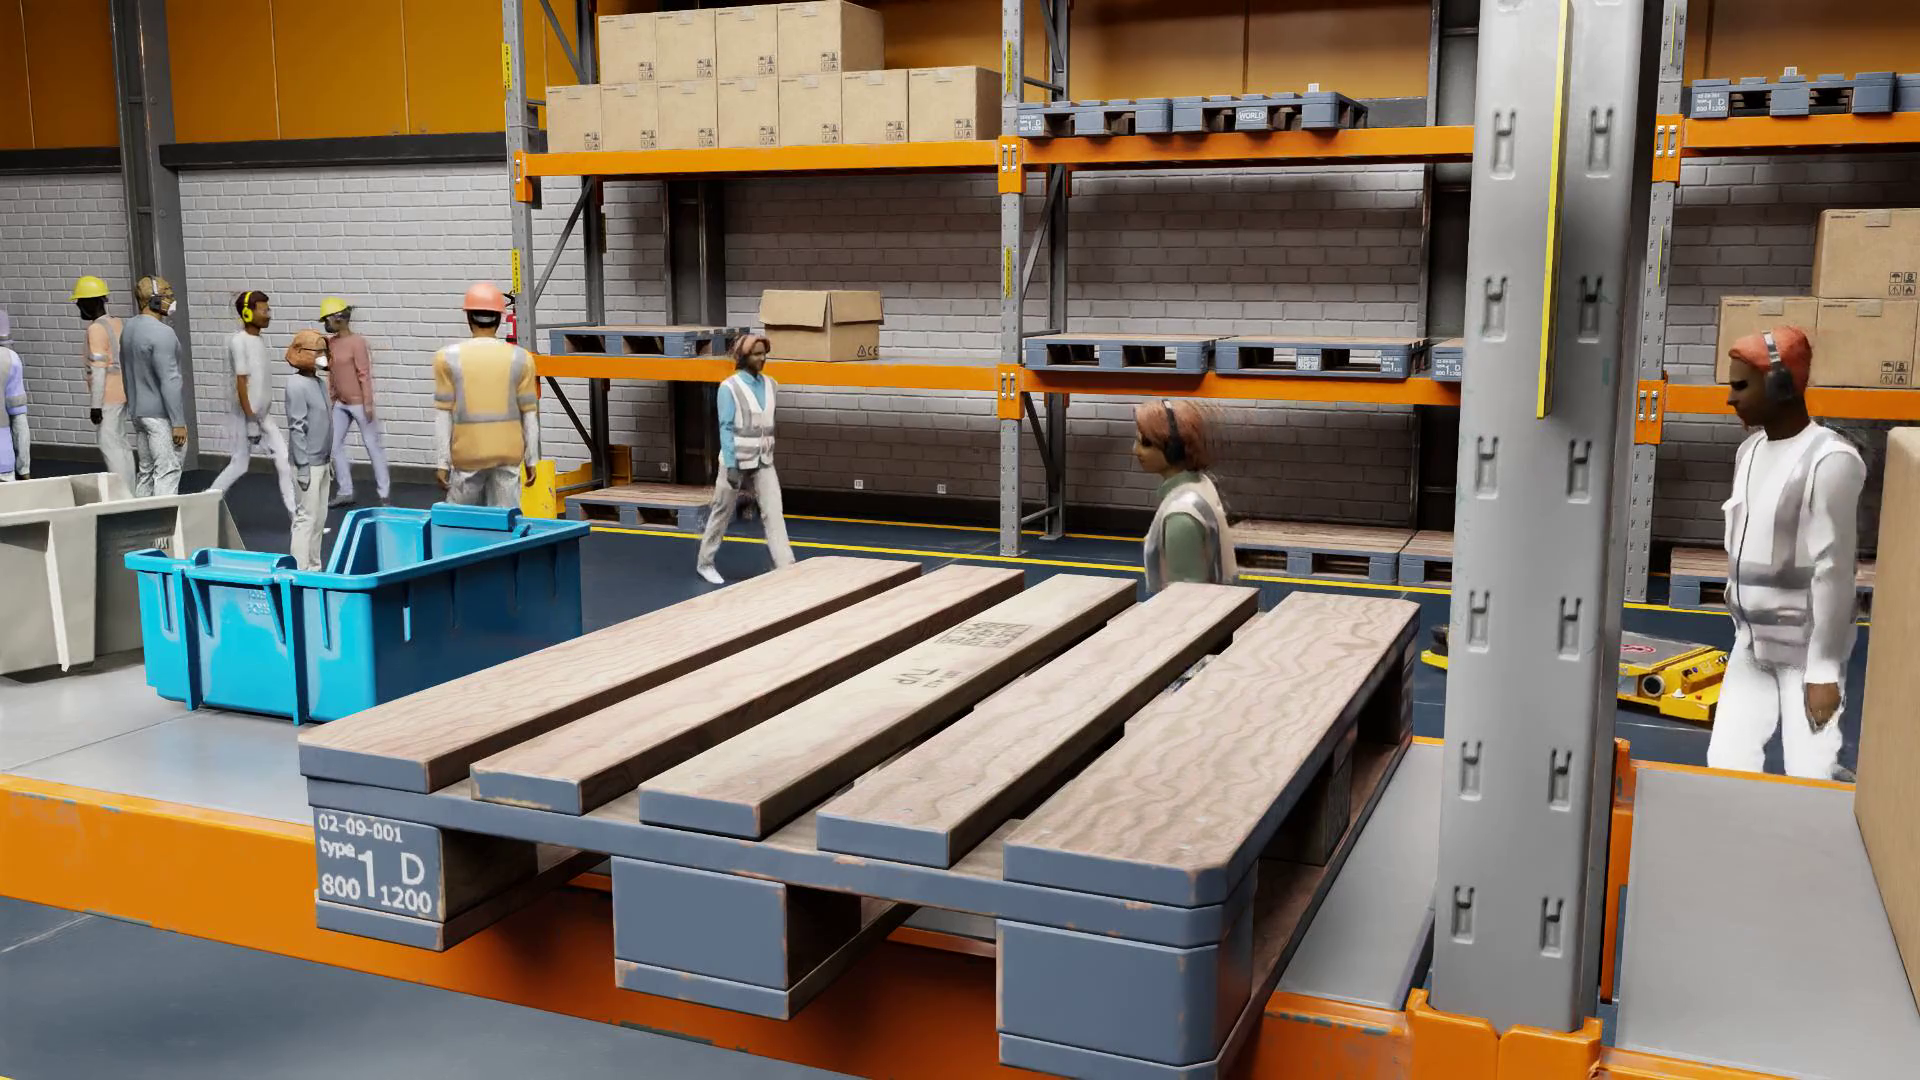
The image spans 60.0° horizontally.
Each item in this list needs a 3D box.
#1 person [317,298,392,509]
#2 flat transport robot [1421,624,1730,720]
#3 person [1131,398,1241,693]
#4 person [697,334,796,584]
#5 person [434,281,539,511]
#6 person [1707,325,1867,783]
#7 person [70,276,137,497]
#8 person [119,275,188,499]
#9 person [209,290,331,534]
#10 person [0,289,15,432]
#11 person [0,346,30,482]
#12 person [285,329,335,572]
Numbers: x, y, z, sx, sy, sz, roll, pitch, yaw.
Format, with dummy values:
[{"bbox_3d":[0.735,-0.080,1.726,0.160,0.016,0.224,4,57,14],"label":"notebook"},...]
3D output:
[{"bbox_3d":[-4.983,-1.103,13.584,0.623,1.726,0.515,7,12,38],"label":"person"},{"bbox_3d":[3.006,0.573,7.930,0.652,0.197,1.431,-8,13,-41],"label":"flat transport robot"},{"bbox_3d":[0.751,0.362,5.160,0.457,1.612,0.538,2,10,10],"label":"person"},{"bbox_3d":[-1.338,-0.484,10.316,0.870,1.591,0.533,7,12,38],"label":"person"},{"bbox_3d":[-2.635,-0.477,9.290,0.569,1.917,0.421,-4,10,-22],"label":"person"},{"bbox_3d":[2.514,0.301,4.875,0.836,1.852,0.592,0,9,-3],"label":"person"},{"bbox_3d":[-6.867,-1.155,13.367,0.404,1.918,0.589,-2,10,-13],"label":"person"},{"bbox_3d":[-5.417,-0.814,11.252,0.638,1.938,0.356,8,12,40],"label":"person"},{"bbox_3d":[-5.244,-0.917,12.258,0.968,1.820,0.546,0,9,0],"label":"person"},{"bbox_3d":[-9.480,-1.651,16.257,0.545,1.942,0.349,0,9,3],"label":"person"},{"bbox_3d":[-5.182,-0.389,8.722,0.376,1.933,0.551,9,13,44],"label":"person"},{"bbox_3d":[-3.841,-0.435,9.899,0.278,1.631,0.507,-1,10,-4],"label":"person"}]
